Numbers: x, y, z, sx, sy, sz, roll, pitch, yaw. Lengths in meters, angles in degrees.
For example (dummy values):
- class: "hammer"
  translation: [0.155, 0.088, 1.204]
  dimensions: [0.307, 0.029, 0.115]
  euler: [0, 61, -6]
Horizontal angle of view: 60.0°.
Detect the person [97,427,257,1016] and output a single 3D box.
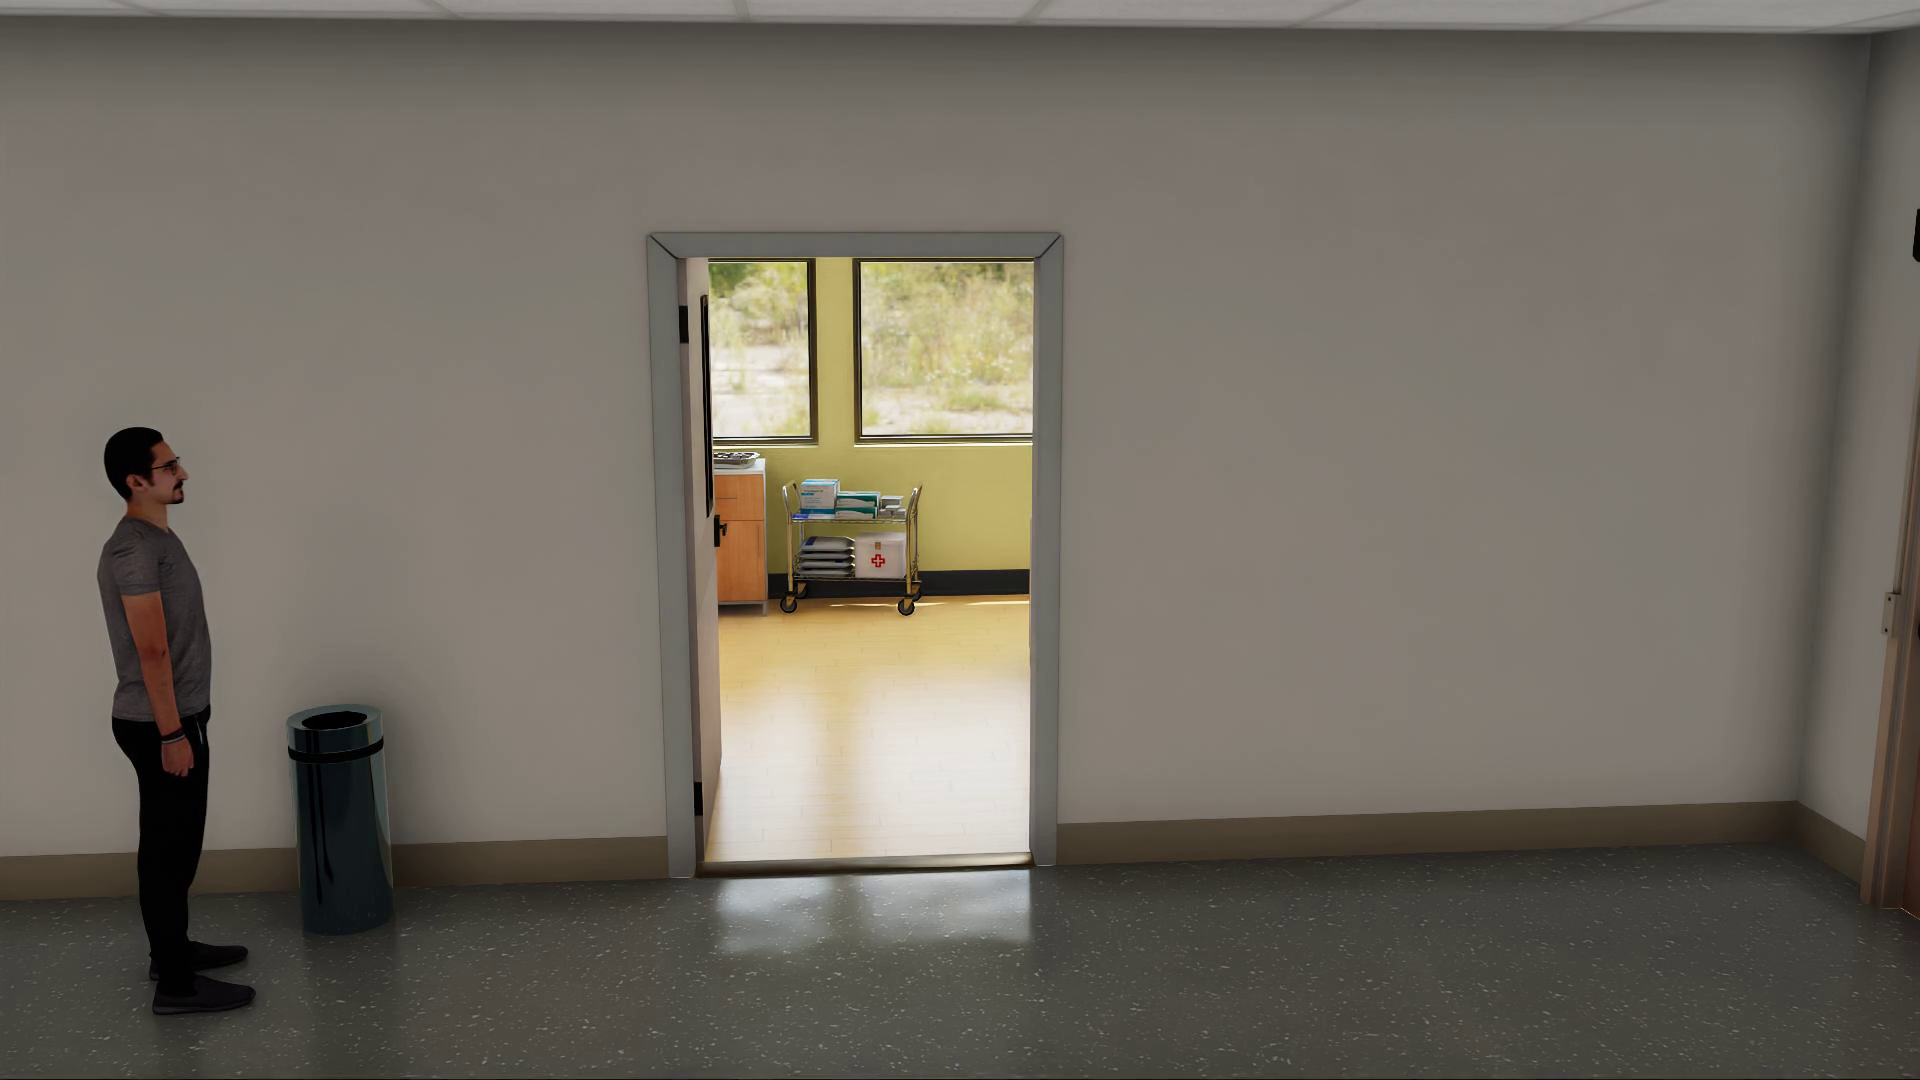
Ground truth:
- class: "person"
  translation: [-2.405, 0.527, 5.014]
  dimensions: [0.662, 1.755, 0.679]
  euler: [-5, 12, -25]
